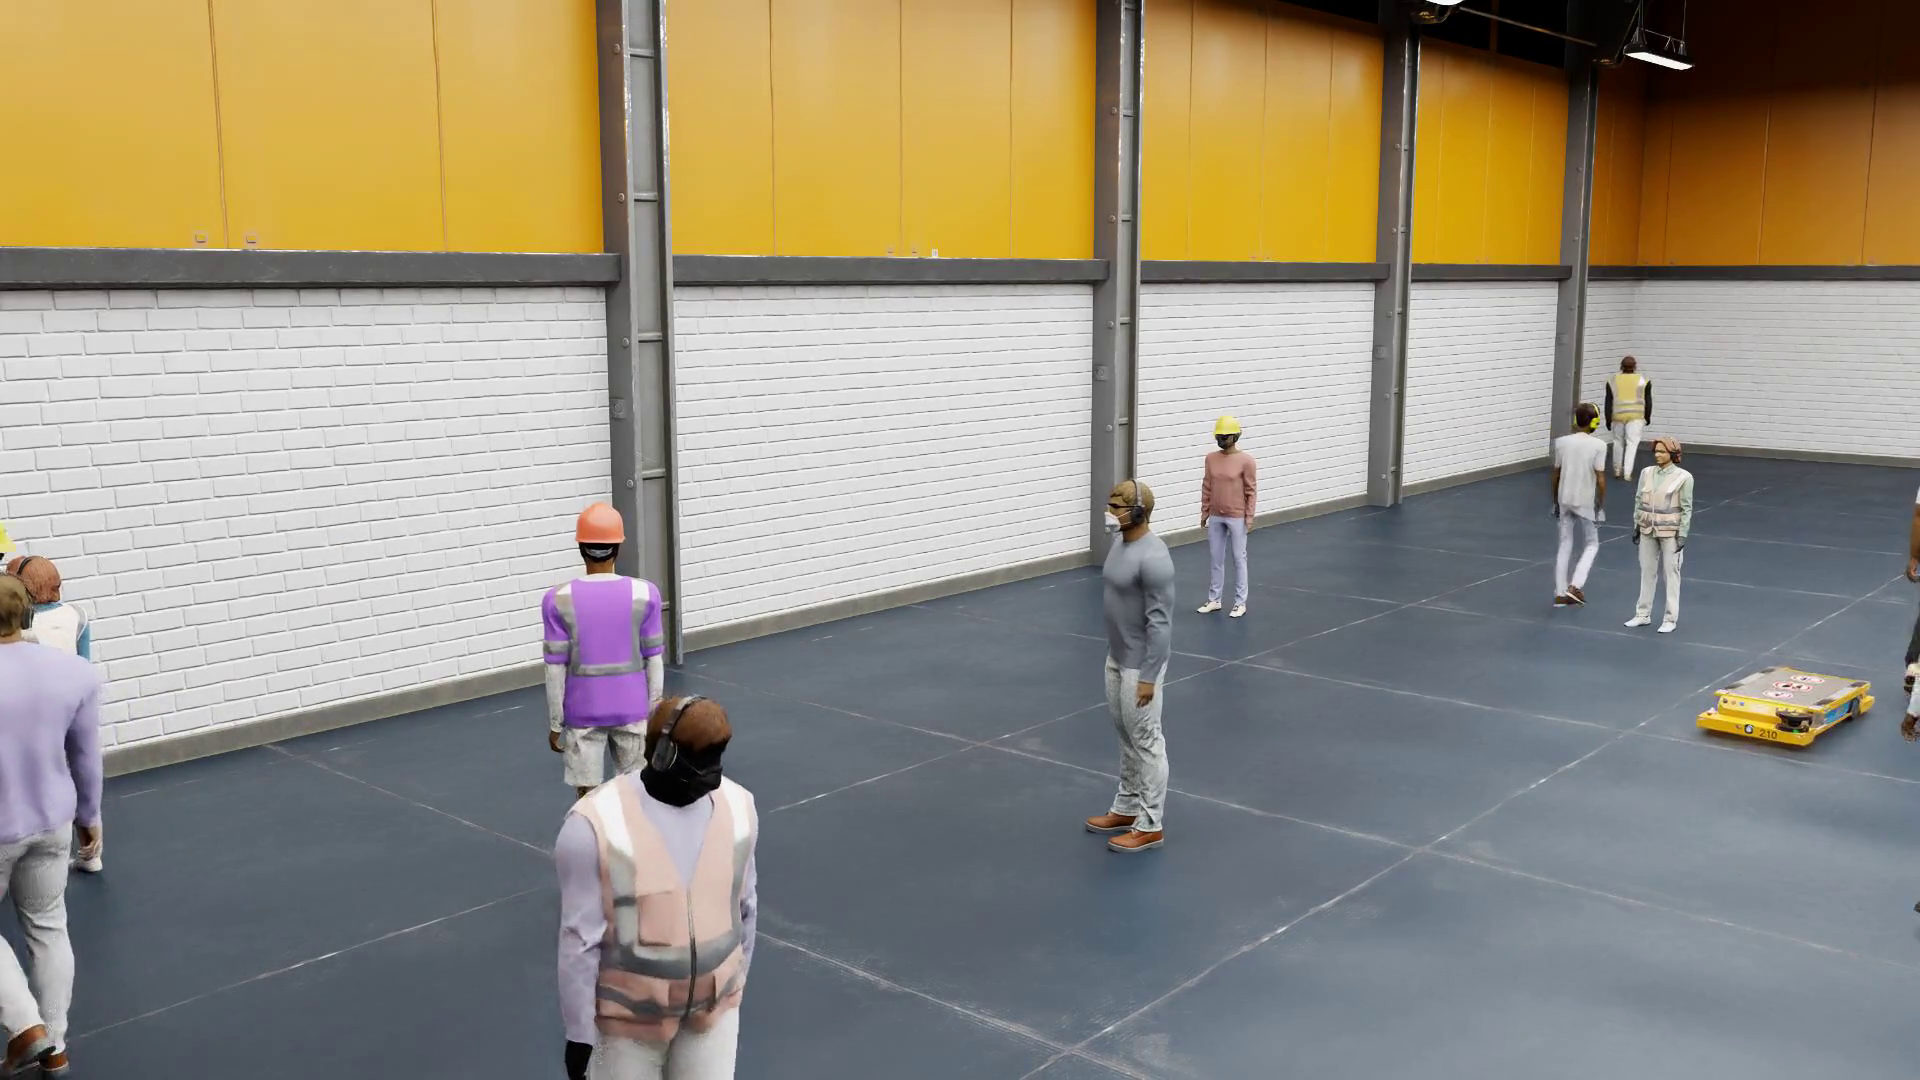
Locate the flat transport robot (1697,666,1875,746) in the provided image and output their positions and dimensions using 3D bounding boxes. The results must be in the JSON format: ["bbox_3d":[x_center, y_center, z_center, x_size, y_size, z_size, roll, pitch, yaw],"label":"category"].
[{"bbox_3d":[5.529,1.084,11.092,0.652,0.197,1.431,9,13,44],"label":"flat transport robot"}]

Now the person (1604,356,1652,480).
[{"bbox_3d":[9.776,-1.786,24.345,0.628,1.802,0.893,5,10,29],"label":"person"}]

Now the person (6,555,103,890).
[{"bbox_3d":[-4.416,0.883,8.063,0.310,1.642,0.514,3,9,18],"label":"person"}]

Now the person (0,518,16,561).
[{"bbox_3d":[-5.015,0.771,8.089,0.857,1.869,0.627,-6,11,-31],"label":"person"}]

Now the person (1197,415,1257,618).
[{"bbox_3d":[2.324,-0.205,14.505,0.531,1.767,0.328,8,12,41],"label":"person"}]

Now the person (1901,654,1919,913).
[{"bbox_3d":[4.653,0.806,7.697,0.879,1.904,0.568,-4,10,-24],"label":"person"}]

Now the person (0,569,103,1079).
[{"bbox_3d":[-3.463,1.057,6.090,0.449,1.920,0.646,8,12,40],"label":"person"}]

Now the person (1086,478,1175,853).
[{"bbox_3d":[0.901,0.643,8.637,0.371,1.940,0.627,-2,9,-14],"label":"person"}]

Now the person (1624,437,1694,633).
[{"bbox_3d":[5.865,-0.048,13.917,0.307,1.641,0.512,-6,11,-33],"label":"person"}]

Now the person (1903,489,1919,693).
[{"bbox_3d":[7.007,0.133,11.522,0.720,2.000,0.633,8,12,39],"label":"person"}]

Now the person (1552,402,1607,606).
[{"bbox_3d":[5.538,-0.307,14.900,0.383,1.848,0.566,-9,12,-43],"label":"person"}]

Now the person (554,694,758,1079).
[{"bbox_3d":[-0.882,1.315,4.825,0.643,1.814,0.719,-5,10,-30],"label":"person"}]

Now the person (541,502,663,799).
[{"bbox_3d":[-1.649,0.790,7.718,0.547,1.938,0.378,-3,9,-16],"label":"person"}]
